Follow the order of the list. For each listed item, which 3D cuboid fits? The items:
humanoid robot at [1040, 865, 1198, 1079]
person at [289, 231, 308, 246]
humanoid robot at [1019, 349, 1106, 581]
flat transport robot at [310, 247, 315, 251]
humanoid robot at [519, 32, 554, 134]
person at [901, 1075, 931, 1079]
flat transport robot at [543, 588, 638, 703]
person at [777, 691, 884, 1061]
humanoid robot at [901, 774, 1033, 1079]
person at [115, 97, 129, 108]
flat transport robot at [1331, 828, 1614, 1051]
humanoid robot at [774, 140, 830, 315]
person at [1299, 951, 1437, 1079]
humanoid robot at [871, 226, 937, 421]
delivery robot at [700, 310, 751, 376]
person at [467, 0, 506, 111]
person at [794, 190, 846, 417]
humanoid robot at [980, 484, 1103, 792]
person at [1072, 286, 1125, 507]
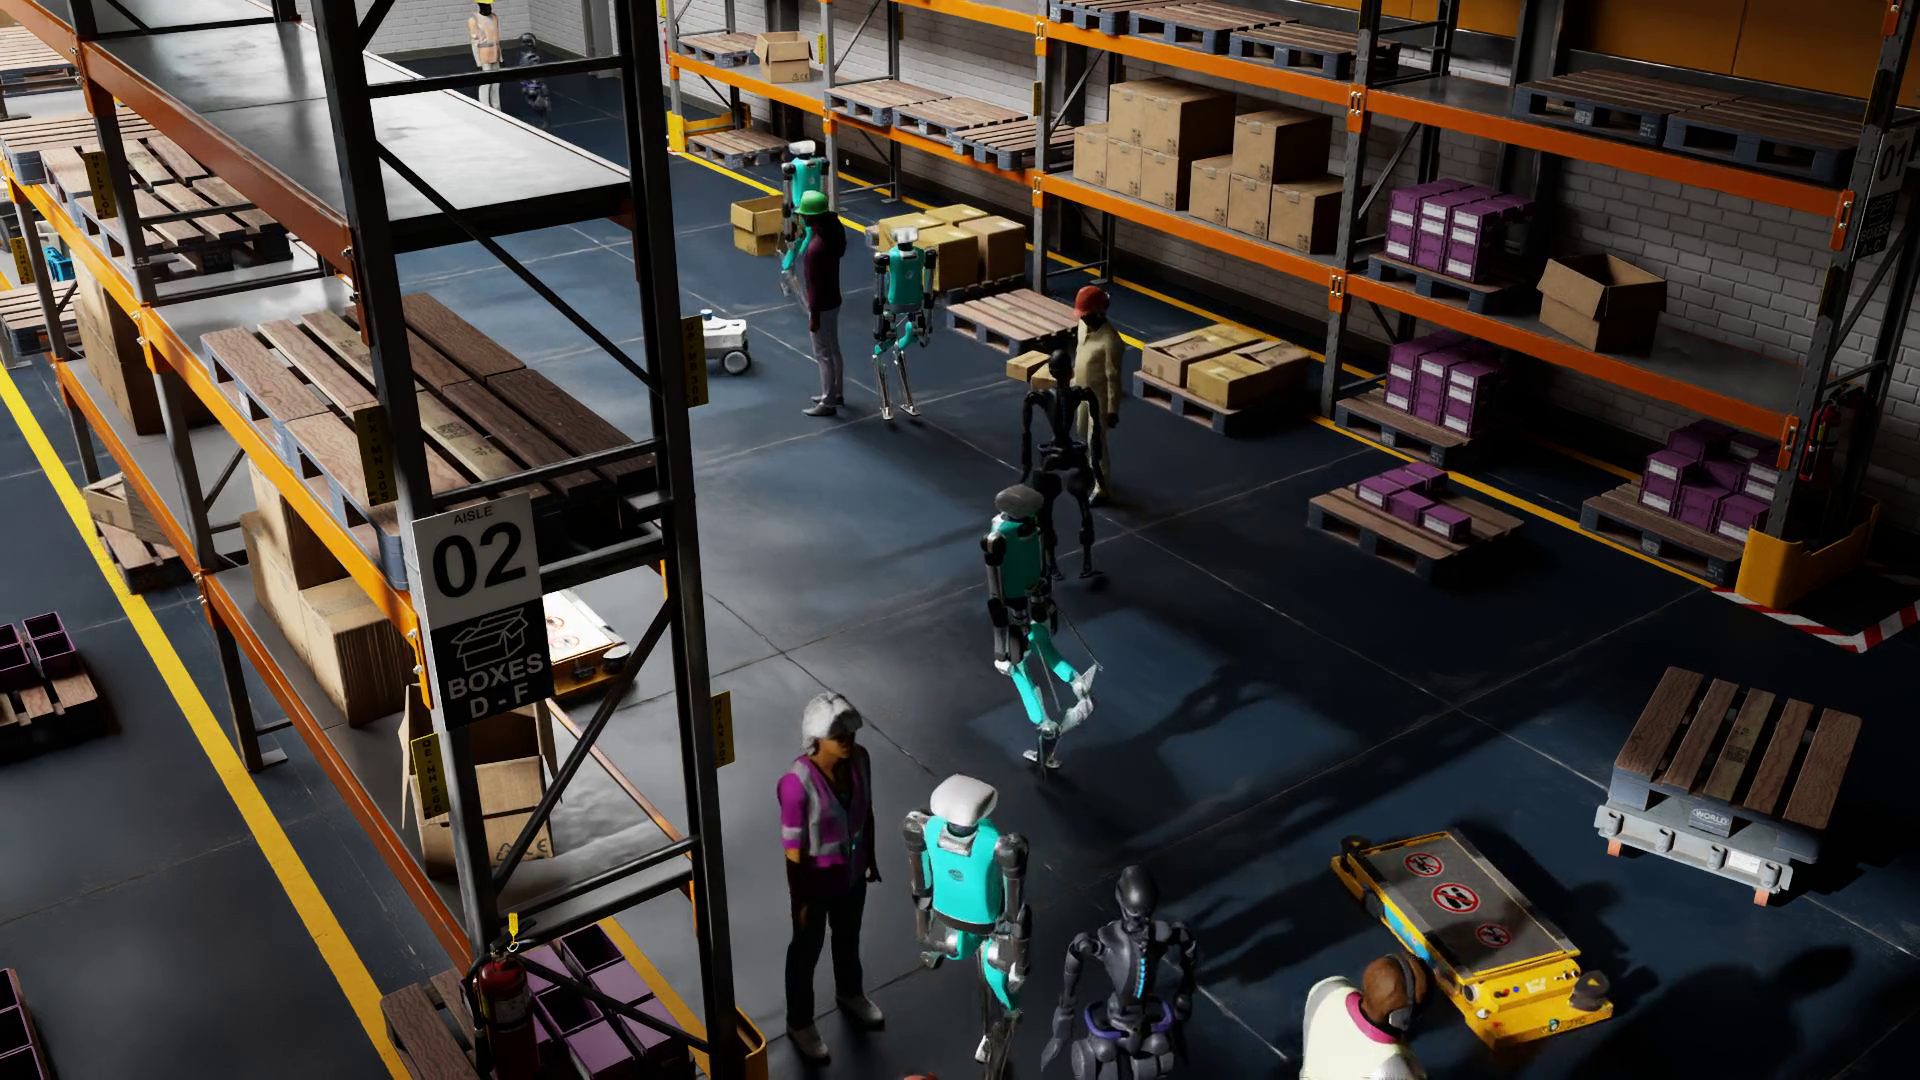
[{"bbox_3d":[0.611,1.938,6.566,0.598,1.654,0.431,-5,27,-11],"label":"humanoid robot"},{"bbox_3d":[-6.369,-2.670,15.786,0.287,1.629,0.498,13,30,25],"label":"person"},{"bbox_3d":[0.707,-0.479,11.382,0.612,1.644,0.481,-4,27,-7],"label":"humanoid robot"},{"bbox_3d":[-7.607,-3.210,18.373,1.431,0.231,0.659,16,31,29],"label":"flat transport robot"},{"bbox_3d":[-5.724,-5.982,22.340,0.610,1.638,0.601,-19,32,-33],"label":"humanoid robot"},{"bbox_3d":[-0.129,2.422,5.534,0.567,1.737,0.472,1,27,3],"label":"person"},{"bbox_3d":[-2.701,0.612,10.770,0.659,0.231,1.431,-18,32,-31],"label":"flat transport robot"},{"bbox_3d":[-0.567,1.462,7.340,0.508,1.839,0.351,-24,35,-39],"label":"person"},{"bbox_3d":[0.138,1.648,7.102,0.530,1.773,0.875,12,29,23],"label":"humanoid robot"},{"bbox_3d":[-10.284,-5.109,20.246,0.401,1.986,0.610,10,28,19],"label":"person"},{"bbox_3d":[2.488,1.902,8.205,0.659,0.231,1.431,-9,28,-17],"label":"flat transport robot"},{"bbox_3d":[-1.682,-3.147,16.673,0.550,1.802,0.952,-20,33,-34],"label":"humanoid robot"},{"bbox_3d":[1.377,2.190,5.937,0.945,1.800,0.621,-11,29,-21],"label":"person"},{"bbox_3d":[-0.532,-1.856,13.897,0.533,1.677,0.735,-10,28,-18],"label":"humanoid robot"},{"bbox_3d":[-2.287,-1.819,15.293,0.771,0.600,0.523,-4,27,-9],"label":"delivery robot"},{"bbox_3d":[-6.765,-6.918,23.903,0.377,1.924,0.592,12,29,23],"label":"person"},{"bbox_3d":[-1.162,-2.002,14.113,0.435,1.944,0.512,6,27,12],"label":"person"},{"bbox_3d":[0.501,0.631,9.218,0.720,1.894,0.539,17,31,31],"label":"humanoid robot"},{"bbox_3d":[1.044,-1.120,12.589,0.498,1.725,0.685,-10,28,-19],"label":"person"}]
